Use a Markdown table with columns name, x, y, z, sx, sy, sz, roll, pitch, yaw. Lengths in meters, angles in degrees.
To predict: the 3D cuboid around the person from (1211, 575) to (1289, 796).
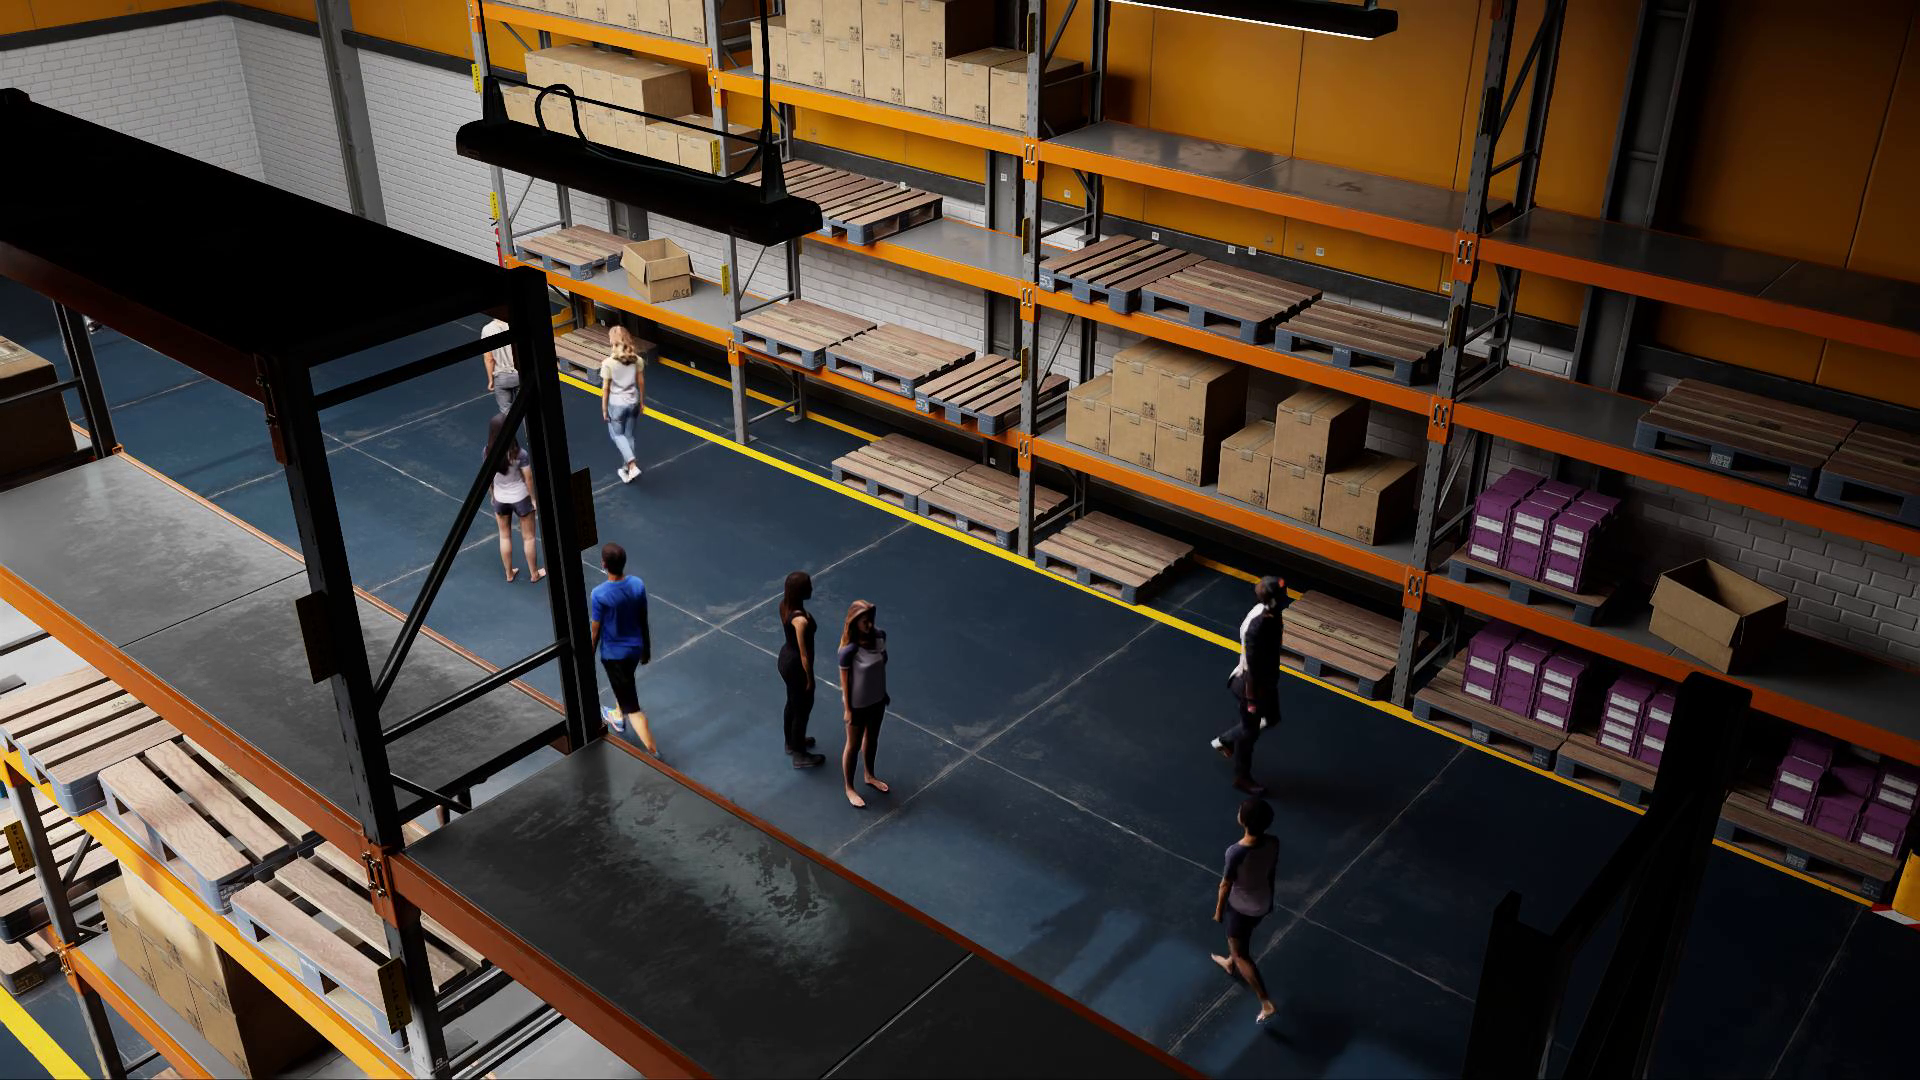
| name | x | y | z | sx | sy | sz | roll | pitch | yaw |
| --- | --- | --- | --- | --- | --- | --- | --- | --- | --- |
| person | 2.158 | 1.073 | 12.607 | 0.824 | 1.881 | 0.766 | 15 | 32 | 26 |

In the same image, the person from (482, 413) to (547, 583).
| name | x | y | z | sx | sy | sz | roll | pitch | yaw |
| --- | --- | --- | --- | --- | --- | --- | --- | --- | --- |
| person | -4.174 | -0.396 | 15.482 | 0.630 | 1.706 | 0.735 | 3 | 29 | 6 |

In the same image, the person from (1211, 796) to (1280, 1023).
| name | x | y | z | sx | sy | sz | roll | pitch | yaw |
| --- | --- | --- | --- | --- | --- | --- | --- | --- | --- |
| person | 1.880 | 2.354 | 10.619 | 0.782 | 1.536 | 1.057 | -16 | 33 | -27 |

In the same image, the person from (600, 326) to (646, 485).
| name | x | y | z | sx | sy | sz | roll | pitch | yaw |
| --- | --- | --- | --- | --- | --- | --- | --- | --- | --- |
| person | -3.433 | -1.347 | 17.229 | 0.783 | 1.703 | 0.860 | -21 | 35 | -33 |

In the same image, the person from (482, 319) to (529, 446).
| name | x | y | z | sx | sy | sz | roll | pitch | yaw |
| --- | --- | --- | --- | --- | --- | --- | --- | --- | --- |
| person | -4.796 | -1.749 | 17.761 | 0.736 | 1.898 | 0.741 | -9 | 30 | -16 |

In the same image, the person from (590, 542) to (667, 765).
| name | x | y | z | sx | sy | sz | roll | pitch | yaw |
| --- | --- | --- | --- | --- | --- | --- | --- | --- | --- |
| person | -2.572 | 0.938 | 12.914 | 0.709 | 1.823 | 1.253 | -24 | 37 | -37 |

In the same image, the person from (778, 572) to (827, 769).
| name | x | y | z | sx | sy | sz | roll | pitch | yaw |
| --- | --- | --- | --- | --- | --- | --- | --- | --- | --- |
| person | -1.262 | 0.998 | 12.946 | 0.720 | 1.686 | 0.620 | -10 | 30 | -18 |

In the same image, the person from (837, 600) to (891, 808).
| name | x | y | z | sx | sy | sz | roll | pitch | yaw |
| --- | --- | --- | --- | --- | --- | --- | --- | --- | --- |
| person | -0.733 | 1.193 | 12.542 | 0.607 | 1.732 | 0.563 | -25 | 37 | -38 |
